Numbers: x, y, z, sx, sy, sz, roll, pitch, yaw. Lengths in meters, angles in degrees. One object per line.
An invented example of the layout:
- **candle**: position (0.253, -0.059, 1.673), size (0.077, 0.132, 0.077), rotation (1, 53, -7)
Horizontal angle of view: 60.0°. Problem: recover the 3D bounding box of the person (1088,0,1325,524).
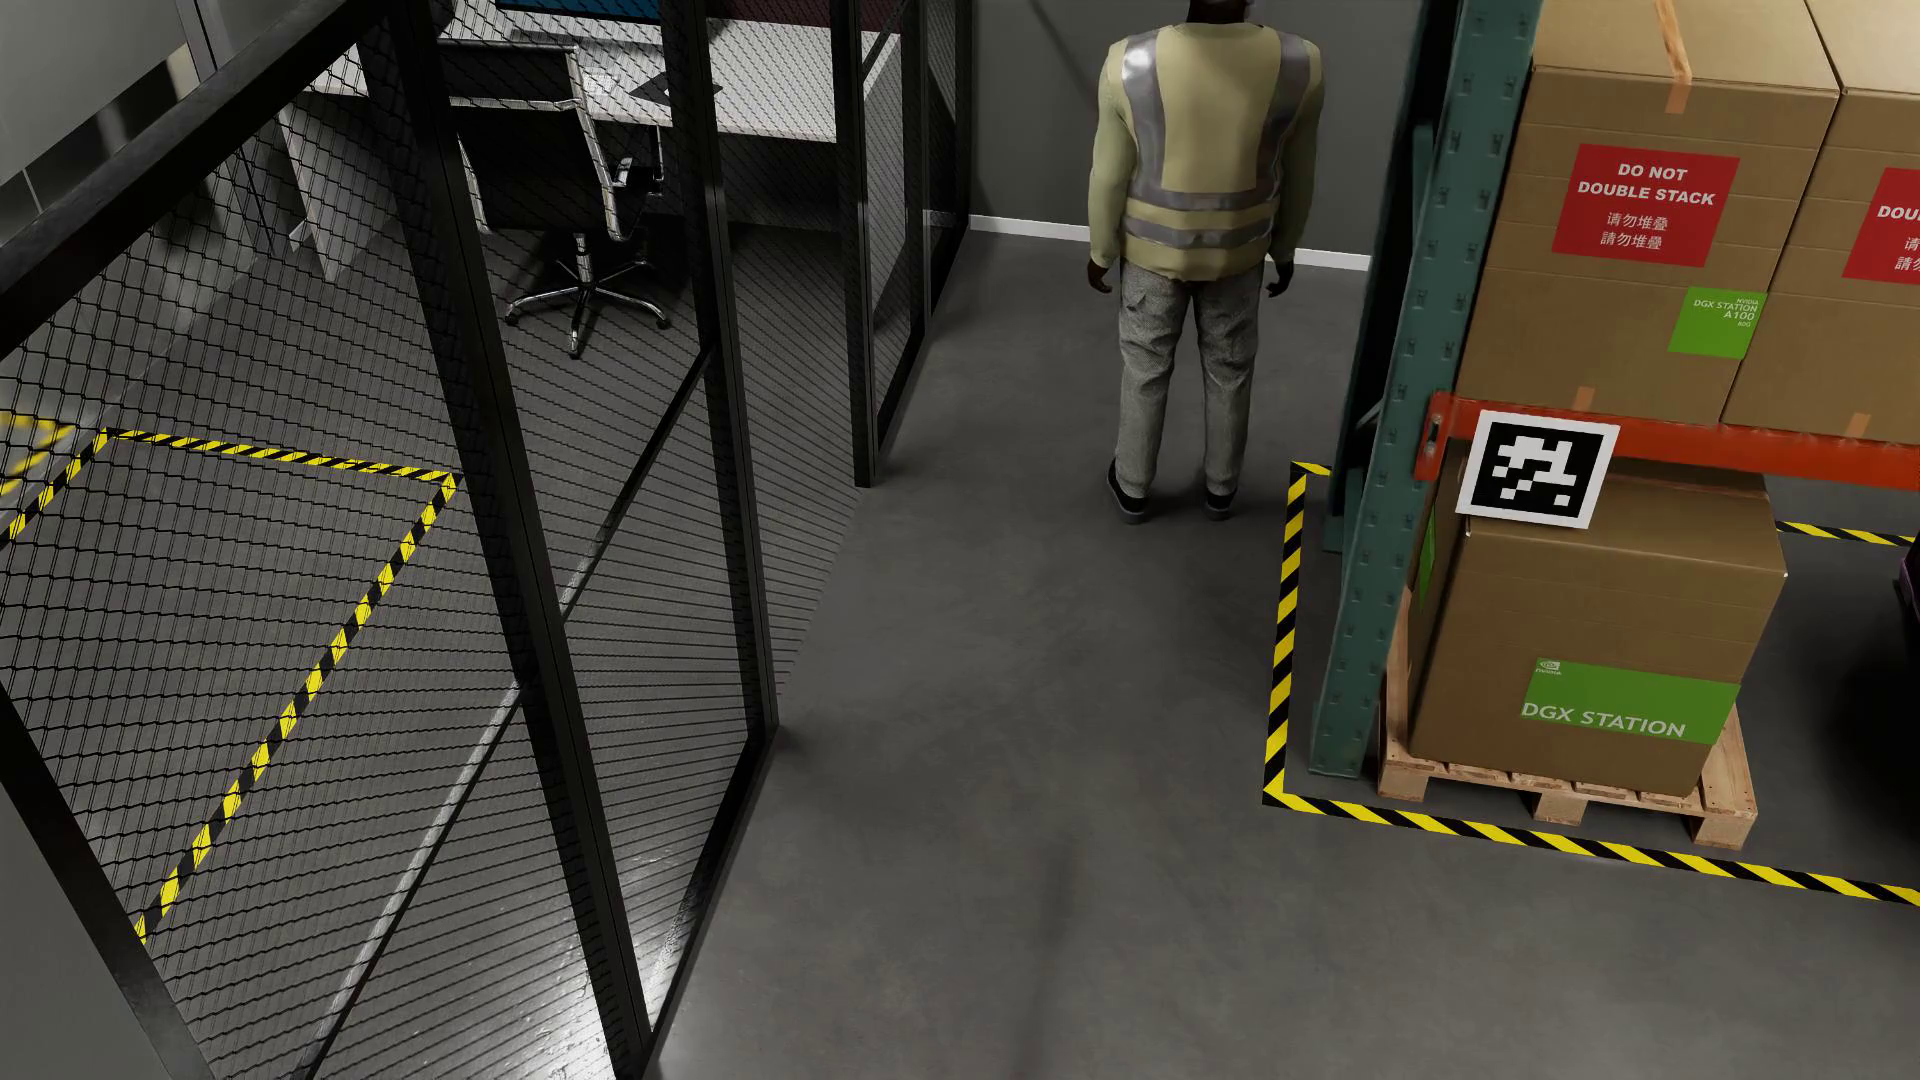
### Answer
- **person**: position (0.638, -0.829, 4.534), size (0.597, 1.828, 0.403), rotation (0, 41, 0)
